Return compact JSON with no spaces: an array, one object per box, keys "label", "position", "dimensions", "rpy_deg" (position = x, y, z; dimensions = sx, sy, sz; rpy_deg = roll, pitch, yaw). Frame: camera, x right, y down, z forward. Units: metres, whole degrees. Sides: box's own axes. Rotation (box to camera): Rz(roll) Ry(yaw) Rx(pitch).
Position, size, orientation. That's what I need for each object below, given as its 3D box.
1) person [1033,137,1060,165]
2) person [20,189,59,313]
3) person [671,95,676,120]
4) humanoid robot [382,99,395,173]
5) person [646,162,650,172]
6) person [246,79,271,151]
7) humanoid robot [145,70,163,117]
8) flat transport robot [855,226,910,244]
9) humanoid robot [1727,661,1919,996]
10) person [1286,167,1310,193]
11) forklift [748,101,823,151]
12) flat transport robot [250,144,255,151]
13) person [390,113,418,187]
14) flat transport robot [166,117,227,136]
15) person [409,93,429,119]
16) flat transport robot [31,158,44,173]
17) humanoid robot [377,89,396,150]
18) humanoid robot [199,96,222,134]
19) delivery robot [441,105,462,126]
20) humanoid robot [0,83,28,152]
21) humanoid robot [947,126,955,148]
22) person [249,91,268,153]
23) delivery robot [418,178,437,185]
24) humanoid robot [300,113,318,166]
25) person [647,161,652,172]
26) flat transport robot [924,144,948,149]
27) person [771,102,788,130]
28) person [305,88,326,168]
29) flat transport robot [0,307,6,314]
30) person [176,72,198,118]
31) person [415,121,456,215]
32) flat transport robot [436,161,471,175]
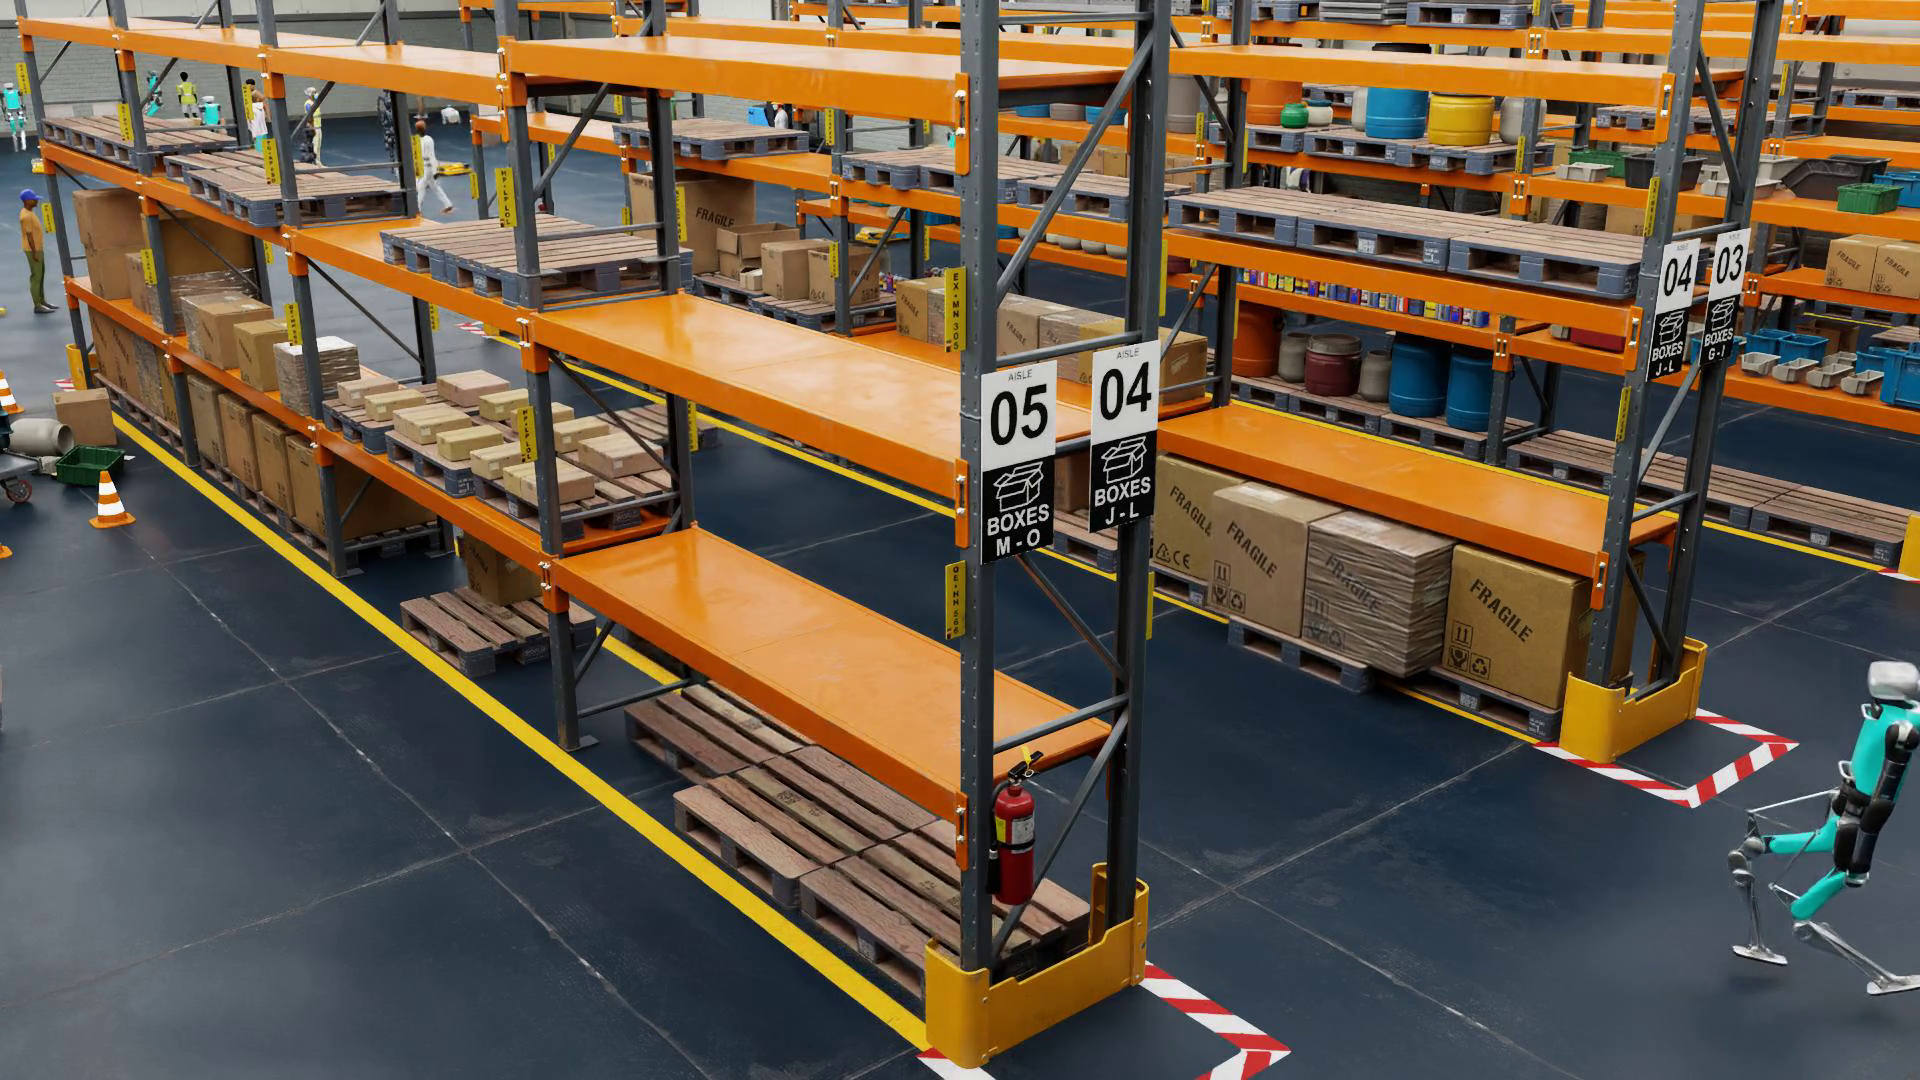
[{"label":"person","position":[1.632,-6.805,31.102],"dimensions":[0.564,1.738,0.415],"rpy_deg":[-4,20,-10]},{"label":"person","position":[-12.897,-4.042,23.268],"dimensions":[0.383,1.707,0.433],"rpy_deg":[-7,21,-19]},{"label":"person","position":[-7.222,-10.357,40.875],"dimensions":[0.500,1.946,0.822],"rpy_deg":[-6,20,-16]},{"label":"humanoid robot","position":[-12.999,-9.281,38.207],"dimensions":[0.599,1.655,0.315],"rpy_deg":[4,20,12]},{"label":"person","position":[-6.062,-7.585,33.324],"dimensions":[0.471,1.731,0.324],"rpy_deg":[-5,20,-14]},{"label":"person","position":[-17.779,-10.706,42.010],"dimensions":[0.788,1.854,0.388],"rpy_deg":[1,19,3]},{"label":"humanoid robot","position":[-22.509,-12.124,46.238],"dimensions":[0.557,1.794,0.747],"rpy_deg":[12,23,30]},{"label":"flat transport robot","position":[-1.167,-5.415,29.346],"dimensions":[1.431,0.231,0.659],"rpy_deg":[-15,24,-37]},{"label":"humanoid robot","position":[4.069,1.365,7.828],"dimensions":[1.037,1.736,0.554],"rpy_deg":[7,20,19]},{"label":"person","position":[5.552,-5.551,27.397],"dimensions":[0.413,1.830,0.592],"rpy_deg":[-5,20,-13]},{"label":"forklift","position":[-4.526,-11.368,42.374],"dimensions":[1.129,2.768,1.873],"rpy_deg":[-15,24,-37]},{"label":"flat transport robot","position":[-18.659,-9.869,42.022],"dimensions":[1.431,0.231,0.659],"rpy_deg":[2,19,7]},{"label":"person","position":[-11.583,-8.034,34.599],"dimensions":[0.630,1.728,0.534],"rpy_deg":[4,20,12]},{"label":"flat transport robot","position":[-19.003,-9.683,41.493],"dimensions":[1.431,0.231,0.659],"rpy_deg":[17,26,40]},{"label":"person","position":[-16.602,-13.799,50.854],"dimensions":[0.540,1.823,0.890],"rpy_deg":[7,20,18]},{"label":"flat transport robot","position":[-21.336,-8.772,38.901],"dimensions":[0.659,0.231,1.431],"rpy_deg":[-10,22,-26]},{"label":"humanoid robot","position":[-14.719,-10.874,42.855],"dimensions":[0.586,1.653,0.762],"rpy_deg":[-3,20,-8]},{"label":"humanoid robot","position":[-17.440,-9.372,38.469],"dimensions":[1.035,1.766,0.539],"rpy_deg":[11,22,28]},{"label":"delivery robot","position":[-15.112,-12.591,49.311],"dimensions":[0.499,0.577,0.769],"rpy_deg":[-12,23,-31]},{"label":"humanoid robot","position":[-24.011,-10.663,42.241],"dimensions":[0.552,1.884,0.789],"rpy_deg":[-14,24,-35]},{"label":"humanoid robot","position":[-0.239,-7.119,31.991],"dimensions":[1.018,1.730,0.546],"rpy_deg":[-13,23,-32]},{"label":"person","position":[-15.700,-9.060,37.240],"dimensions":[0.371,1.917,0.488],"rpy_deg":[2,19,4]},{"label":"delivery robot","position":[-11.702,-7.858,35.884],"dimensions":[0.499,0.605,0.799],"rpy_deg":[7,21,19]},{"label":"humanoid robot","position":[-13.825,-8.250,35.358],"dimensions":[0.778,1.618,0.616],"rpy_deg":[-2,19,-7]},{"label":"person","position":[-5.078,-5.994,28.439],"dimensions":[0.367,1.966,0.604],"rpy_deg":[6,20,15]},{"label":"flat transport robot","position":[-0.557,-7.538,35.389],"dimensions":[0.659,0.231,1.431],"rpy_deg":[-8,21,-21]},{"label":"person","position":[-3.914,-8.737,36.369],"dimensions":[0.380,1.890,0.563],"rpy_deg":[-3,20,-9]},{"label":"person","position":[-14.984,-9.528,38.607],"dimensions":[0.381,1.890,0.545],"rpy_deg":[-1,19,-3]},{"label":"flat transport robot","position":[-13.999,-3.132,22.849],"dimensions":[0.659,0.231,1.431],"rpy_deg":[18,26,41]},{"label":"person","position":[-21.705,-12.295,46.766],"dimensions":[0.536,1.699,0.318],"rpy_deg":[-17,25,-39]},{"label":"person","position":[-10.179,-7.090,31.771],"dimensions":[0.994,1.832,0.632],"rpy_deg":[-13,23,-32]},{"label":"flat transport robot","position":[-12.050,-8.584,38.366],"dimensions":[1.431,0.231,0.659],"rpy_deg":[10,22,25]}]
